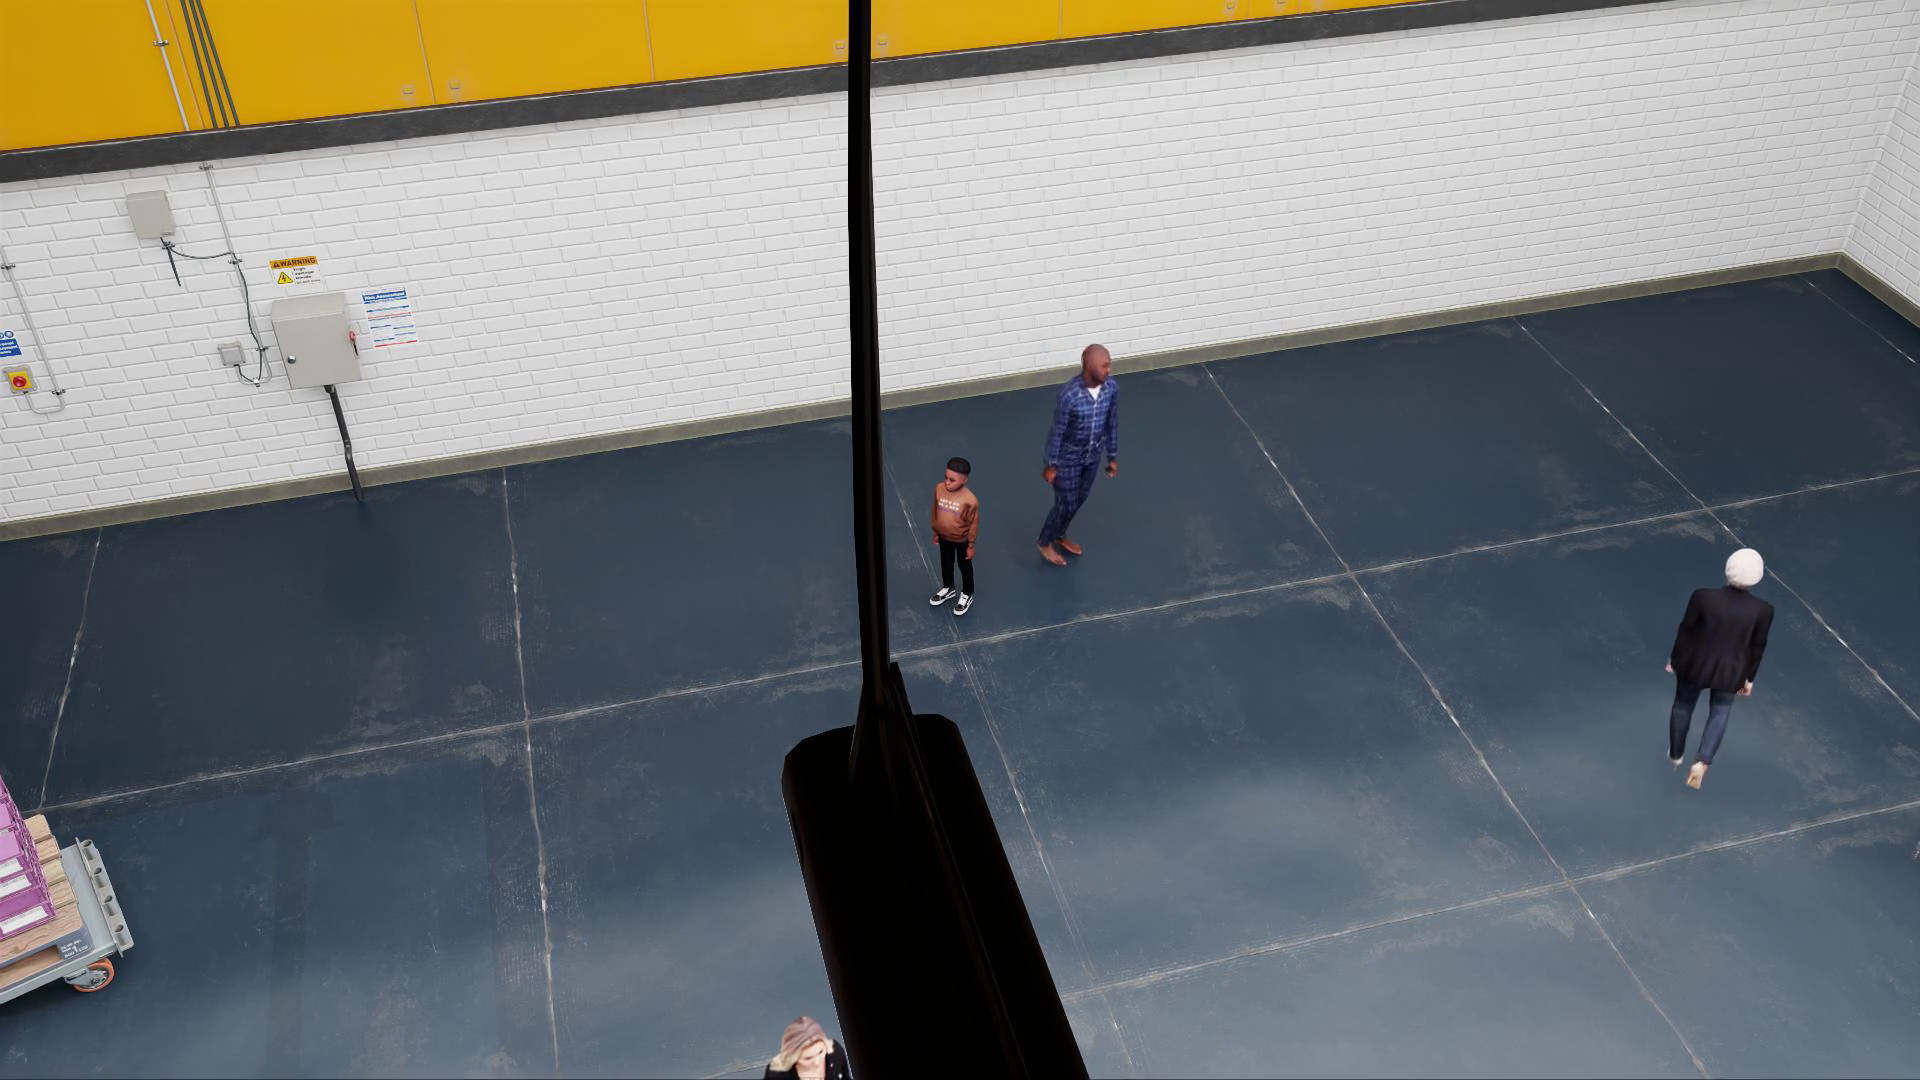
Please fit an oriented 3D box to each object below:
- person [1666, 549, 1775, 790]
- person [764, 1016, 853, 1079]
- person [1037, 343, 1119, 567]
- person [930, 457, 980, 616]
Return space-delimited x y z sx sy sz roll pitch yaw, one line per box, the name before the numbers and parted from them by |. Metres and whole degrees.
person | 4.435 0.793 9.764 0.945 1.776 0.925 16 41 19
person | -0.695 2.753 7.741 0.652 1.685 0.621 -20 43 -23
person | 0.784 -0.622 11.882 0.779 1.790 0.736 -14 41 -17
person | -0.025 -0.048 11.593 0.585 1.254 0.652 22 44 25
